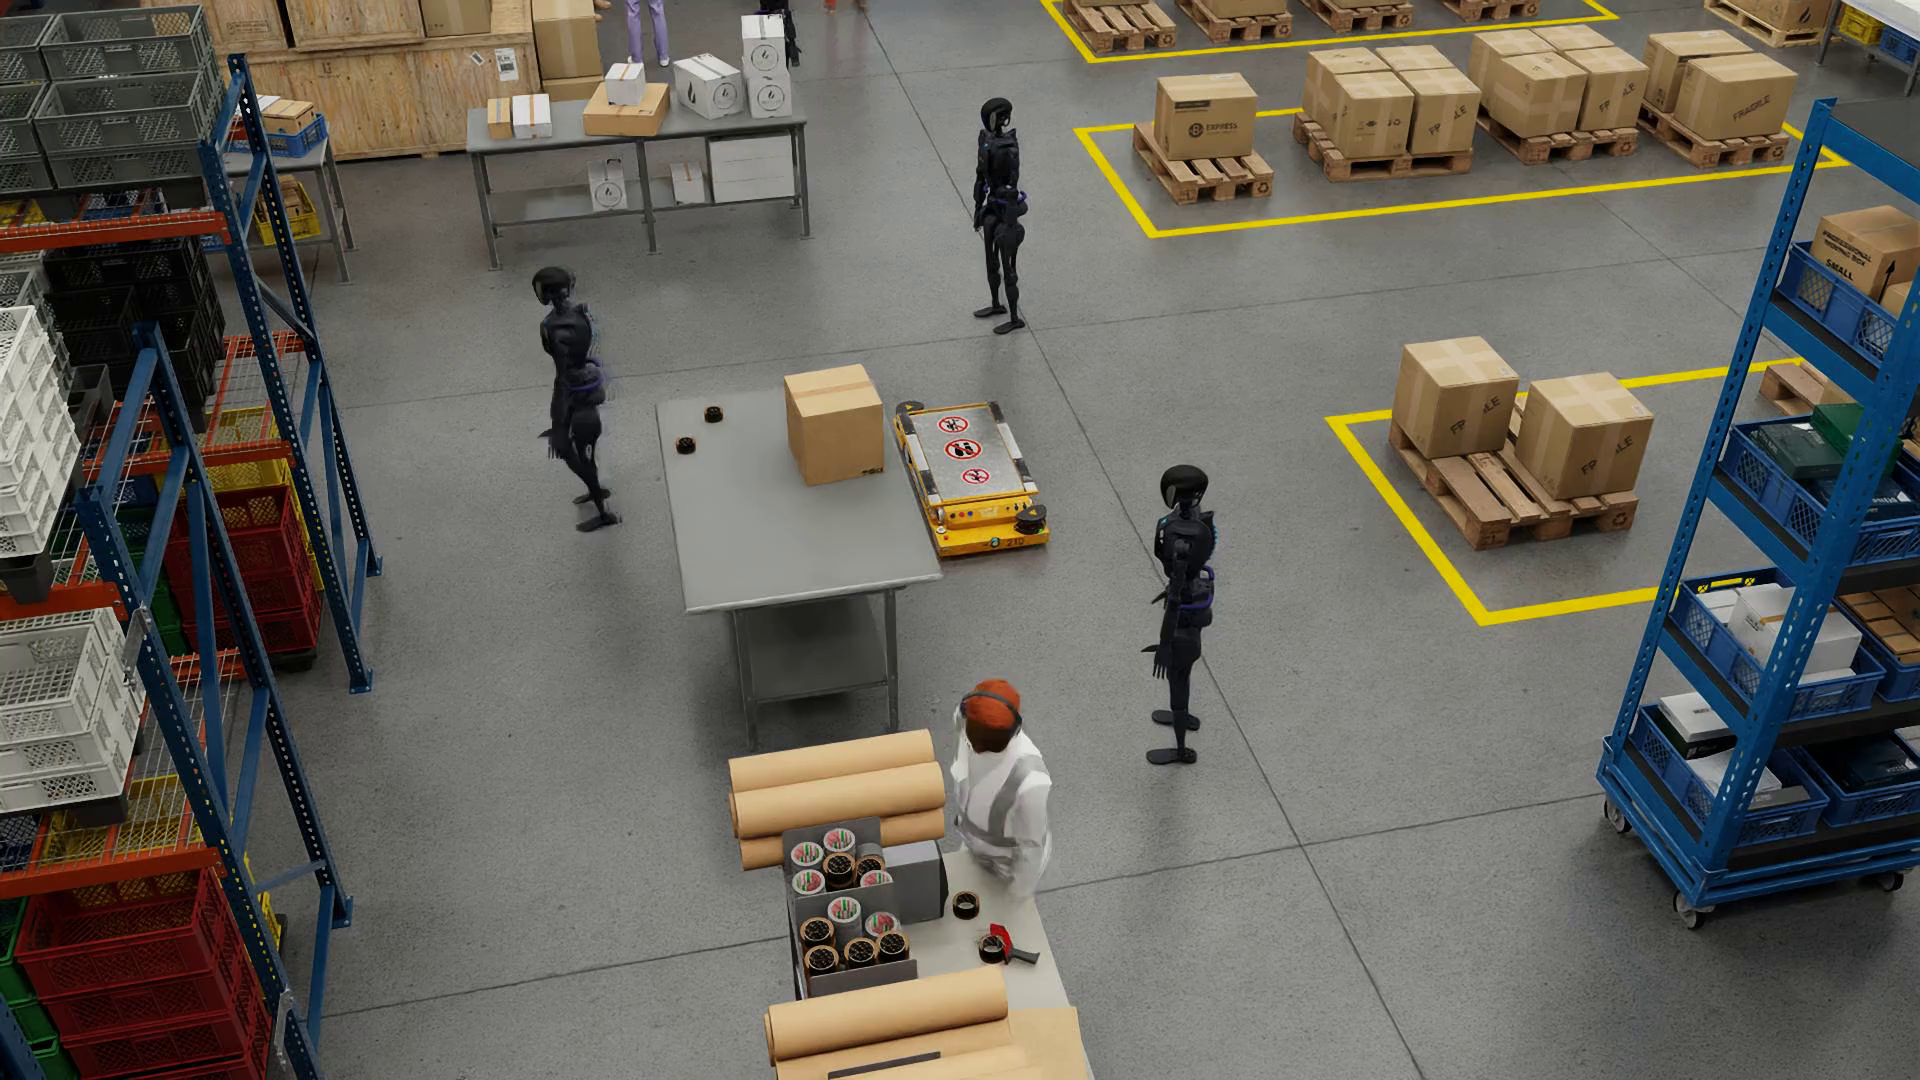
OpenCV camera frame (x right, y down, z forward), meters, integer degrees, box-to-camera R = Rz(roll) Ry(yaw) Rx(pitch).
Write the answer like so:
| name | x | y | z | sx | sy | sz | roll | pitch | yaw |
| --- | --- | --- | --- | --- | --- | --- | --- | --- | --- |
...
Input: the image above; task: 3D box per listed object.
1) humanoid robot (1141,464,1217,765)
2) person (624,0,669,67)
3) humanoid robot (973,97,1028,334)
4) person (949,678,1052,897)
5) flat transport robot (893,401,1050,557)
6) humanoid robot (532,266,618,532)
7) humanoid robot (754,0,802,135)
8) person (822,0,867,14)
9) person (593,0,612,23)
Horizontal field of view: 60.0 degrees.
| name | x | y | z | sx | sy | sz | roll | pitch | yaw |
| --- | --- | --- | --- | --- | --- | --- | --- | --- | --- |
| humanoid robot | 1.044 | 0.343 | 7.911 | 0.328 | 1.652 | 0.573 | 6 | 37 | 8 |
| person | -2.962 | -5.317 | 15.322 | 0.586 | 1.919 | 0.398 | -12 | 38 | -15 |
| humanoid robot | 0.261 | -2.209 | 11.341 | 0.325 | 1.652 | 0.564 | -18 | 40 | -22 |
| person | 0.132 | 1.220 | 6.592 | 0.421 | 1.855 | 0.613 | -18 | 40 | -22 |
| flat transport robot | 0.046 | -0.430 | 10.108 | 0.652 | 0.197 | 1.431 | -8 | 37 | -10 |
| humanoid robot | -2.215 | -0.768 | 9.405 | 0.430 | 1.648 | 0.640 | -9 | 38 | -12 |
| humanoid robot | -1.554 | -4.296 | 14.135 | 0.325 | 1.657 | 0.599 | -19 | 41 | -24 |
| person | -1.251 | -6.272 | 16.555 | 0.619 | 1.975 | 0.424 | -11 | 38 | -14 |
| person | -3.738 | -6.178 | 16.374 | 0.537 | 2.000 | 0.681 | 4 | 37 | 5 |
